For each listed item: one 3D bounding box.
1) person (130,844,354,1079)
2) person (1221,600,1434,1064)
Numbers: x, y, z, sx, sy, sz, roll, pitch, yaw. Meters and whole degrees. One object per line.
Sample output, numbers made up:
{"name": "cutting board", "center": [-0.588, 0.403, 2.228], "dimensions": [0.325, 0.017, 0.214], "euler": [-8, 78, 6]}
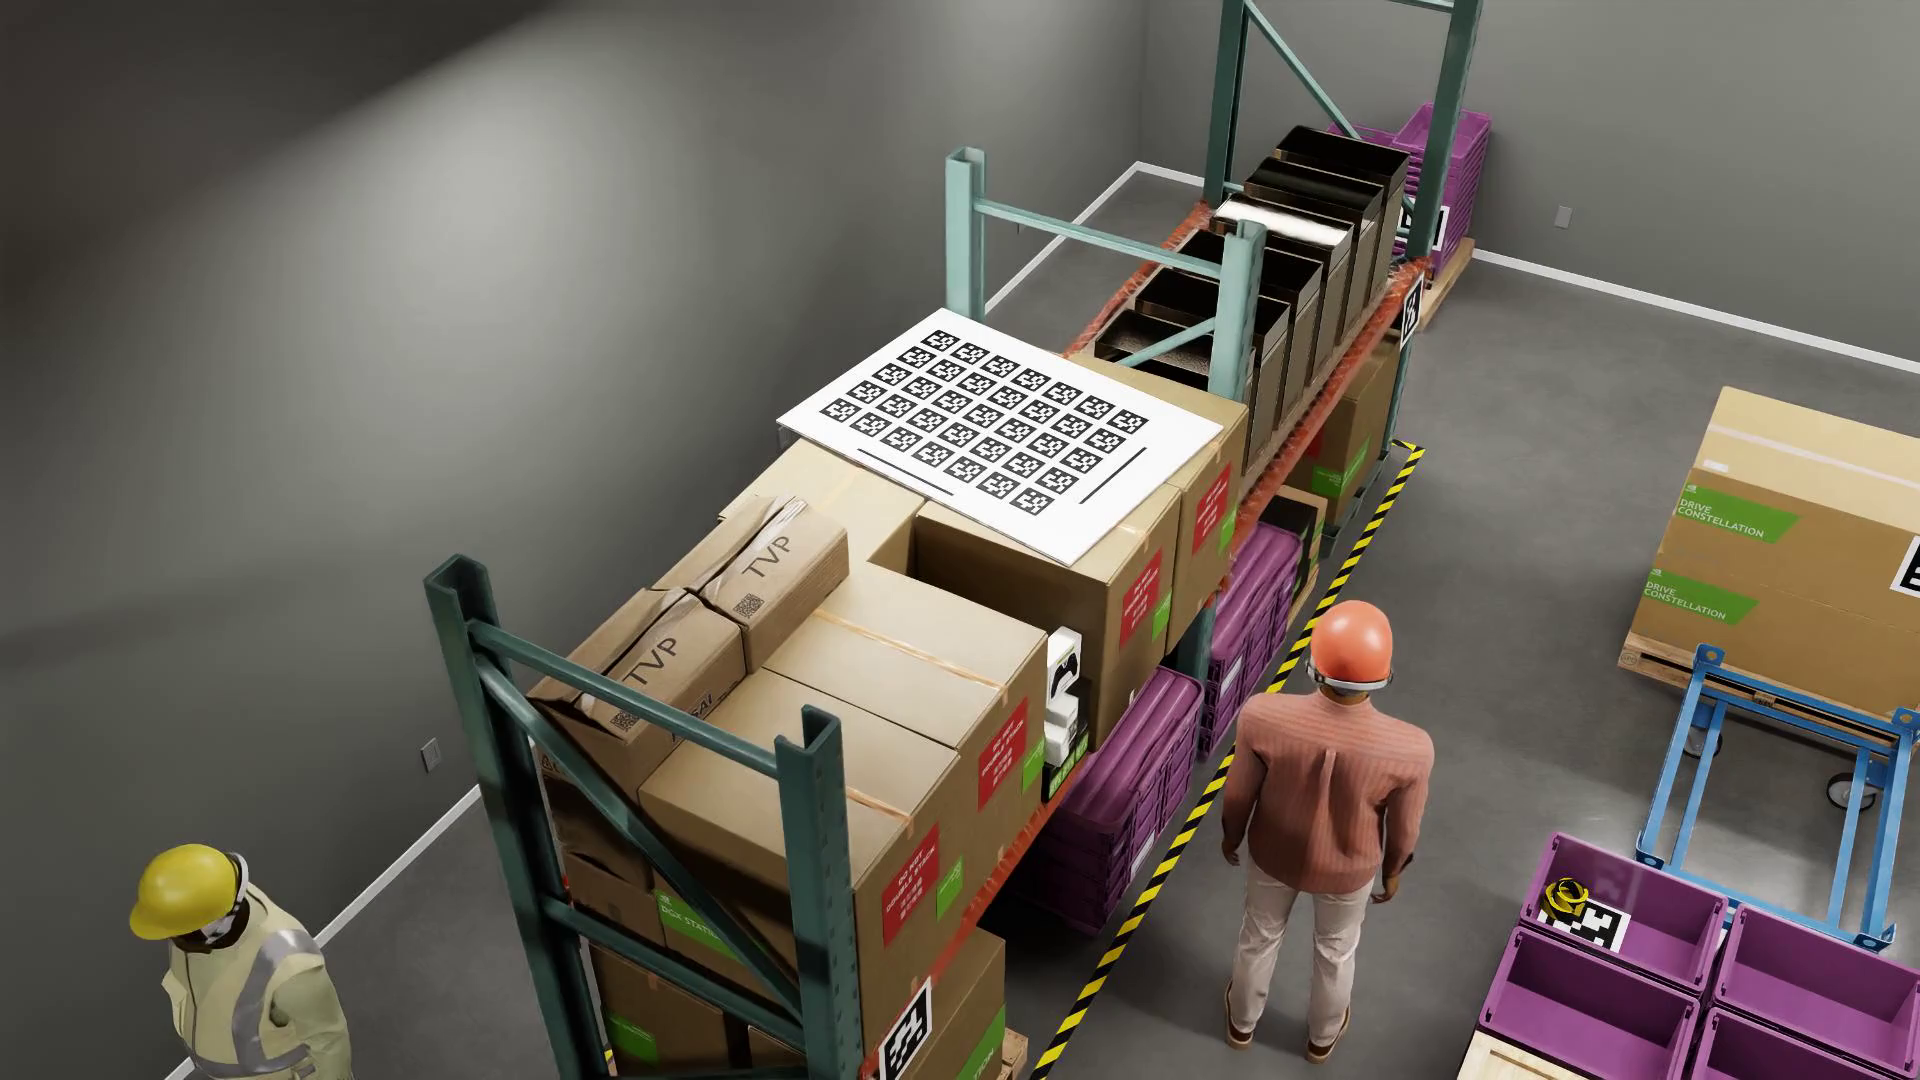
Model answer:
{"name": "person", "center": [-2.018, 1.501, 4.894], "dimensions": [0.587, 1.826, 0.404], "euler": [25, 46, 27]}
{"name": "person", "center": [1.145, 0.980, 5.384], "dimensions": [0.613, 1.995, 0.386], "euler": [11, 41, 13]}
